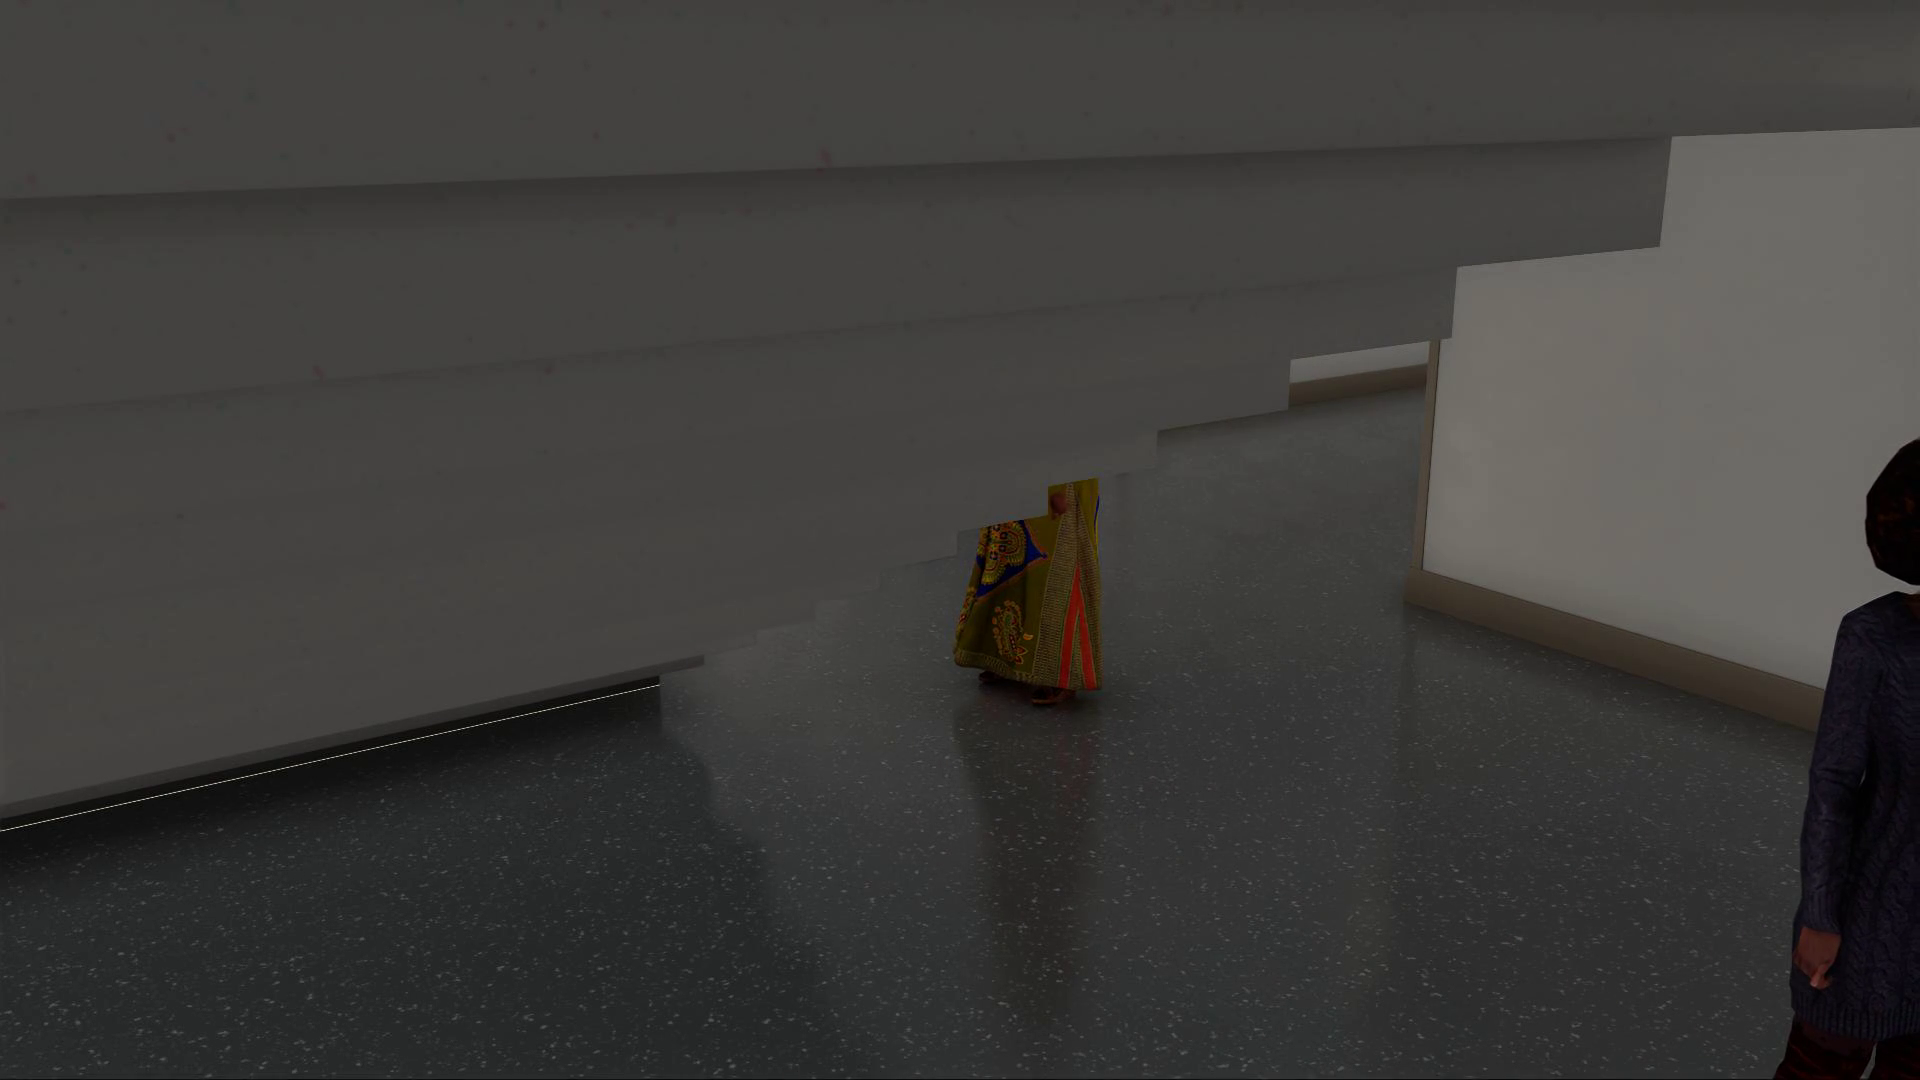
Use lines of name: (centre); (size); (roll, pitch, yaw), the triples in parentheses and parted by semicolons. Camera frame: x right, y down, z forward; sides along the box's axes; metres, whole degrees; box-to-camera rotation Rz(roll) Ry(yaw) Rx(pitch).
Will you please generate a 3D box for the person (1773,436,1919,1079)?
person: (1.655, 0.647, 2.927); (0.656, 1.711, 0.658); (-2, 16, -8)
